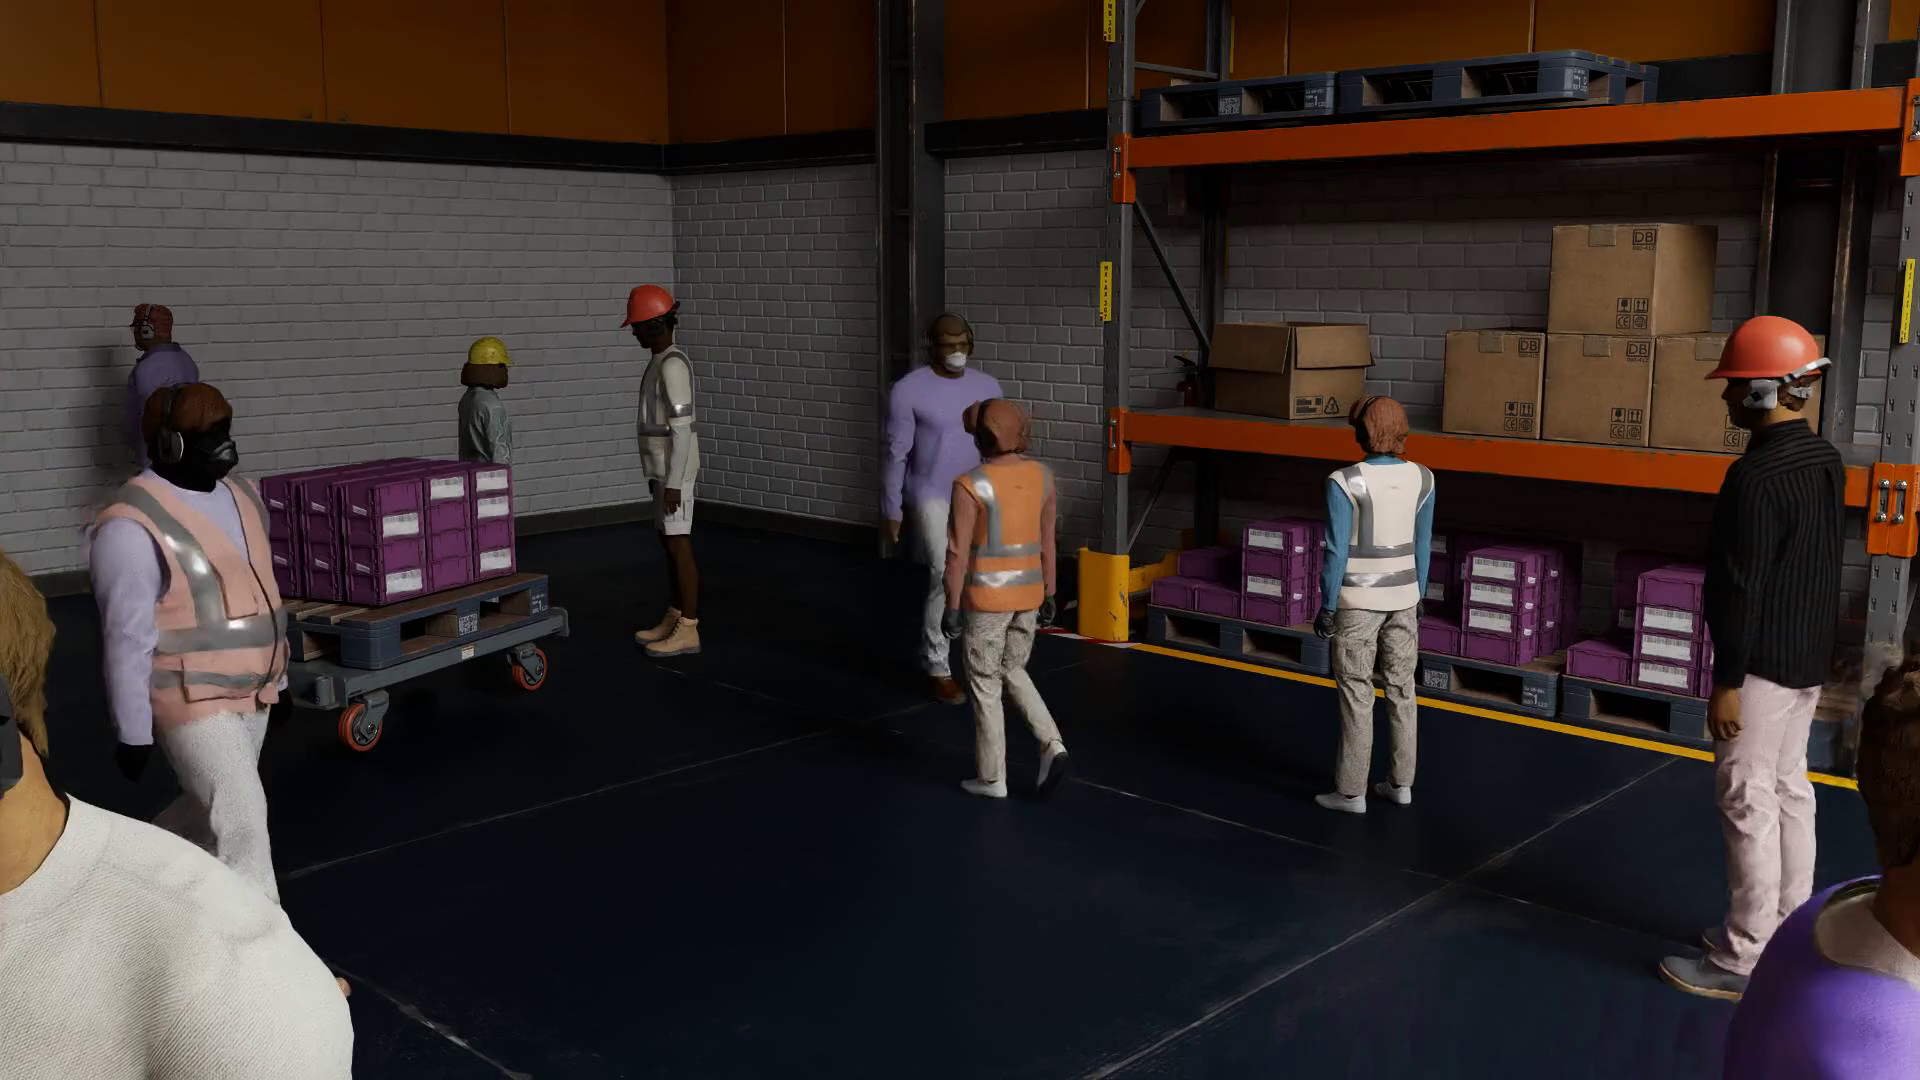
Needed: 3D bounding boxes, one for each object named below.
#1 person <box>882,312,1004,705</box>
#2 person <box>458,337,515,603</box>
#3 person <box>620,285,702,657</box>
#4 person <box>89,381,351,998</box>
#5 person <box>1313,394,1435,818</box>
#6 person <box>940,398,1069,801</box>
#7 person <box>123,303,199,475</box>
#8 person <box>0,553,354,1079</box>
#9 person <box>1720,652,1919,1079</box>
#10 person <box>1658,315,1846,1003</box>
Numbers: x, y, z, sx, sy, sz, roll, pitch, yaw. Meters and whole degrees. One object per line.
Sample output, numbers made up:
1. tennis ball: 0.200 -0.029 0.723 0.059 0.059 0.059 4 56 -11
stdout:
1. person: -0.027 -0.154 8.162 0.620 1.907 0.687 -7 11 -35
2. person: -2.638 -0.267 9.359 0.324 1.742 0.492 -7 12 -38
3. person: -1.635 -0.375 9.138 0.403 2.033 0.606 -3 10 -16
4. person: -2.234 0.444 4.799 0.860 1.817 0.624 1 9 7
5. person: 1.607 0.258 6.461 0.525 1.639 0.307 -4 10 -25
6. person: 0.185 0.250 6.545 0.530 1.621 0.426 -8 12 -39
7. person: -4.940 -0.501 10.294 0.410 1.908 0.643 -1 9 -6
8. person: -0.821 0.922 1.479 0.635 1.934 0.353 2 10 15
9. person: 0.911 0.972 1.613 0.995 1.795 0.574 4 10 24
10. person: 2.315 0.350 4.832 0.613 1.988 0.407 -9 13 -43
